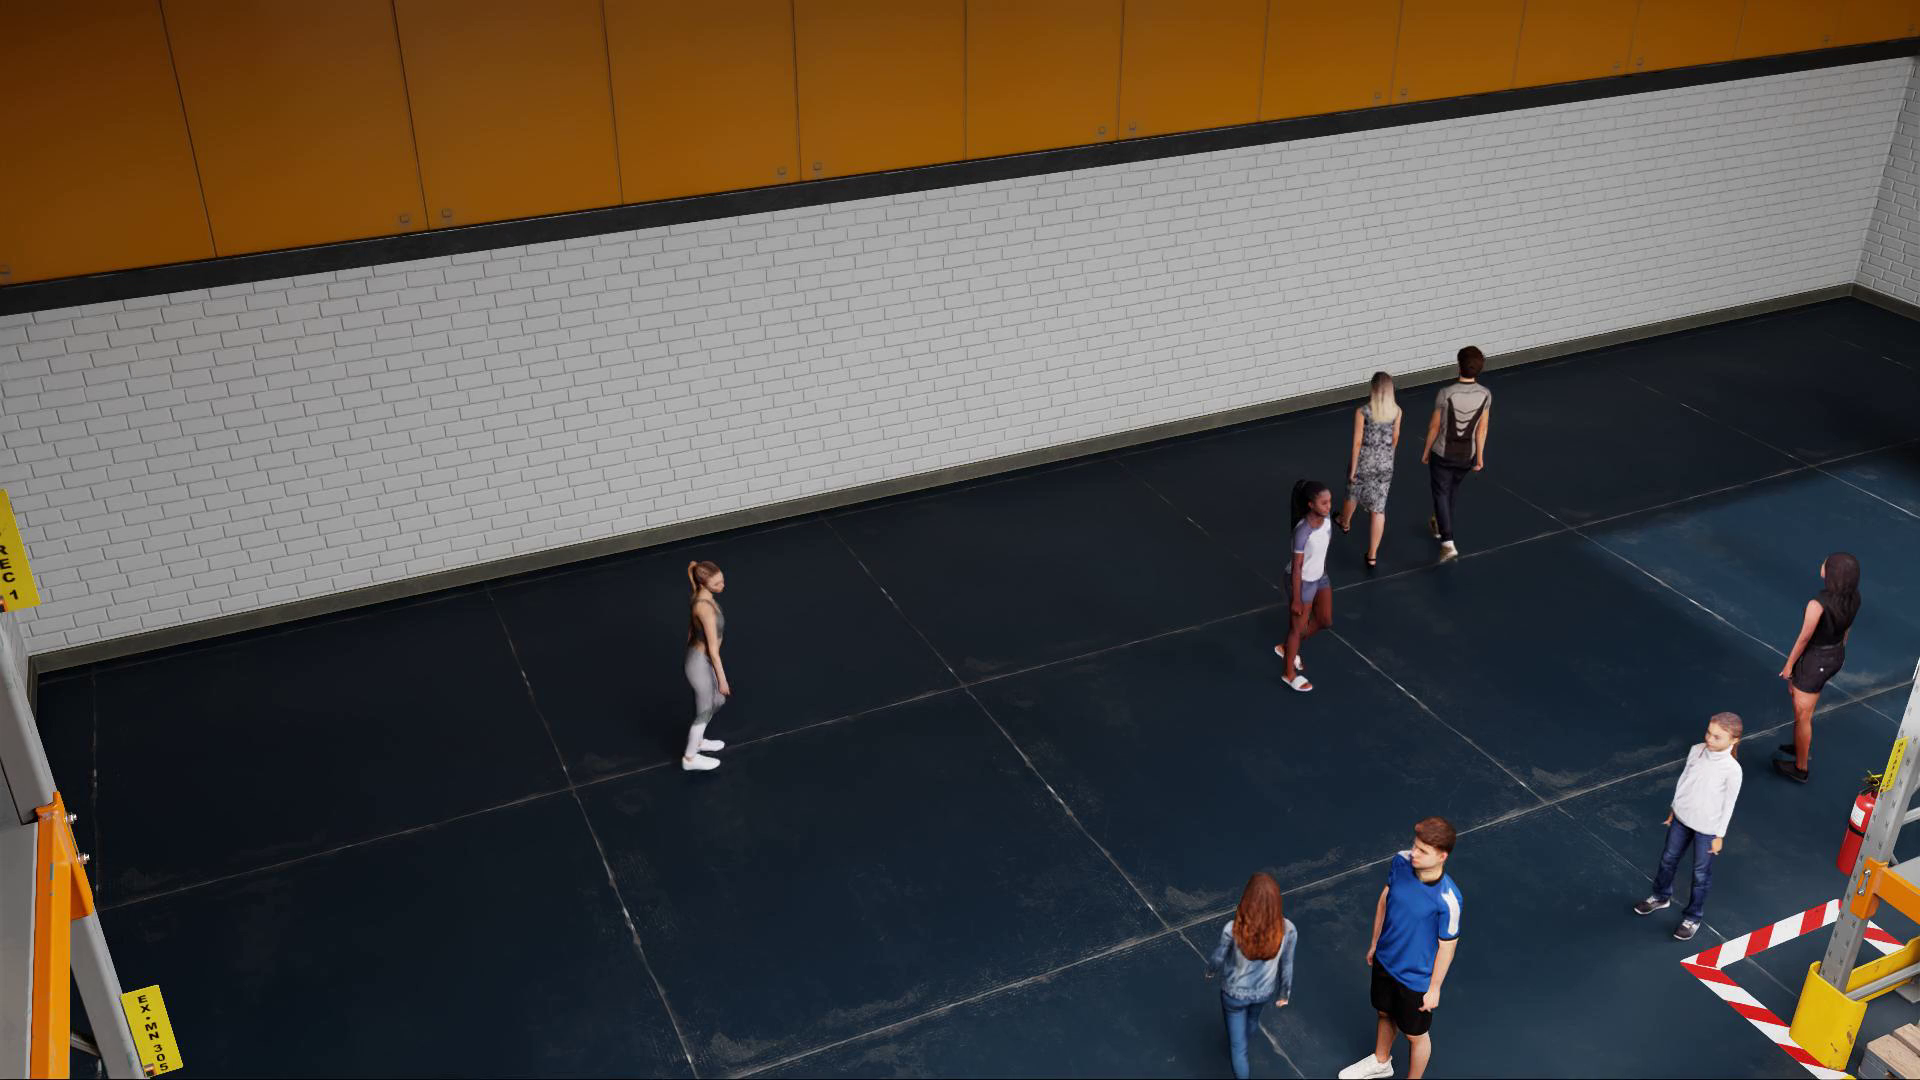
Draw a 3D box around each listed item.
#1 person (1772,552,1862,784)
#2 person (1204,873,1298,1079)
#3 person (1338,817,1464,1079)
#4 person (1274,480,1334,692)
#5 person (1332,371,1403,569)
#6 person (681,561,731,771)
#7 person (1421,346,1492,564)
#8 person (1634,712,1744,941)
[{"bbox_3d":[5.863,0.898,11.226,0.626,1.724,0.636,-16,32,-26],"label":"person"},{"bbox_3d":[1.524,2.402,8.751,0.723,1.453,0.945,-4,29,-7],"label":"person"},{"bbox_3d":[2.359,2.203,8.684,0.724,1.866,0.537,-16,33,-27],"label":"person"},{"bbox_3d":[2.487,0.309,12.317,0.781,1.712,0.748,21,35,33],"label":"person"},{"bbox_3d":[3.478,-0.547,13.945,0.844,1.656,1.131,-2,29,-3],"label":"person"},{"bbox_3d":[-1.804,0.873,11.329,0.724,1.668,0.620,-12,31,-21],"label":"person"},{"bbox_3d":[4.171,-0.689,13.988,0.959,1.865,1.272,-1,29,-2],"label":"person"},{"bbox_3d":[4.446,1.677,9.971,0.620,1.558,0.489,-17,33,-28],"label":"person"}]
